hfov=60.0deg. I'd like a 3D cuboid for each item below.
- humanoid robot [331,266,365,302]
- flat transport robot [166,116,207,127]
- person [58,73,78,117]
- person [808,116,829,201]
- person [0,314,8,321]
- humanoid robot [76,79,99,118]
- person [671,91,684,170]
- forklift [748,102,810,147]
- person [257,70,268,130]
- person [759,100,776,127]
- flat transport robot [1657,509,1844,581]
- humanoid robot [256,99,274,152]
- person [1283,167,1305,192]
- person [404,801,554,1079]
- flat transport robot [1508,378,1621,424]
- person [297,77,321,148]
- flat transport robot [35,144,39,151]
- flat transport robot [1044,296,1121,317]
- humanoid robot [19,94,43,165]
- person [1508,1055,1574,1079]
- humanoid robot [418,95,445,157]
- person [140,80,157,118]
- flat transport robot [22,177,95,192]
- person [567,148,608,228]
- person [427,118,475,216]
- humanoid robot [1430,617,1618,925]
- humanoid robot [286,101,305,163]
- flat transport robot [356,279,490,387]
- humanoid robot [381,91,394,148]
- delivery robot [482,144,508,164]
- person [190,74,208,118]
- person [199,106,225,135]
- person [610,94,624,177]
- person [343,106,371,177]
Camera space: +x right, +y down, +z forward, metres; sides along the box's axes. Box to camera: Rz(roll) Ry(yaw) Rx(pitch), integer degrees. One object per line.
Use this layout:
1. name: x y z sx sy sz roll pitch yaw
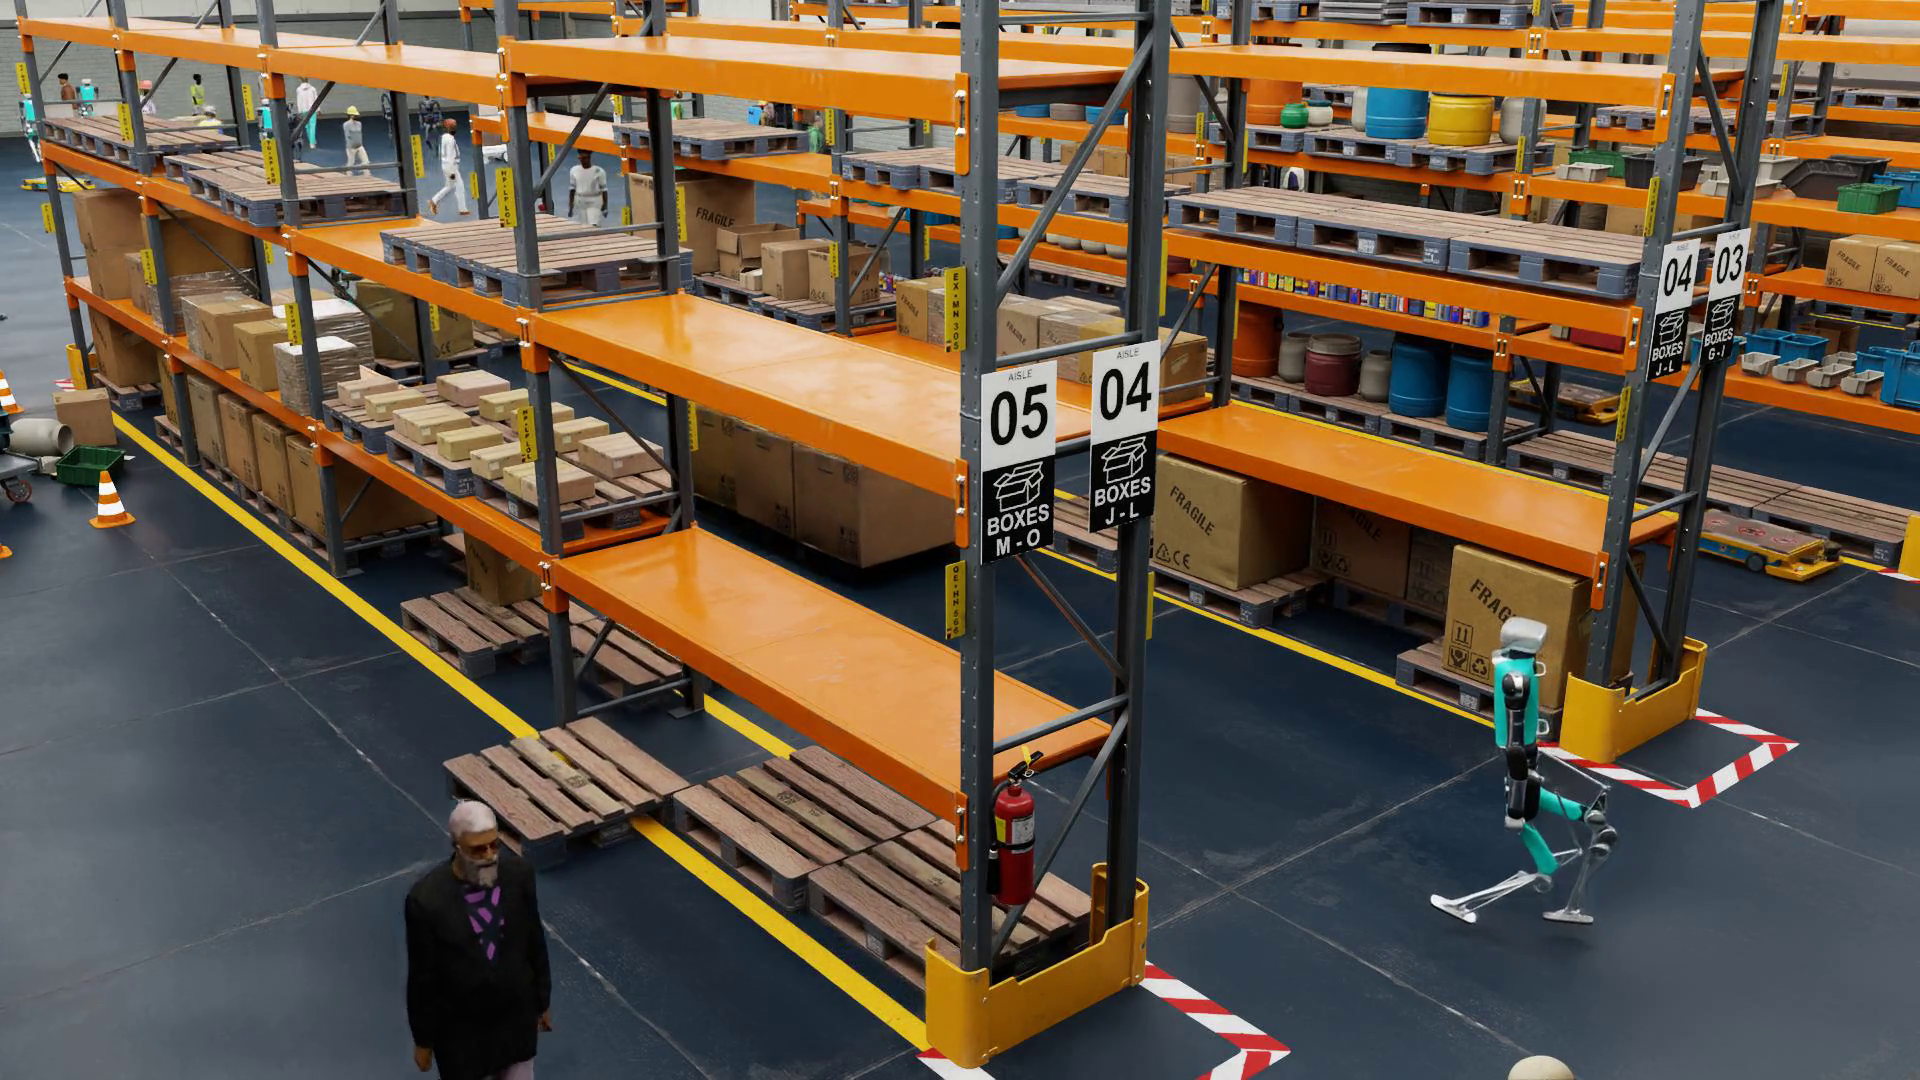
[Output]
1. humanoid robot: -7.466 -3.010 20.354 0.545 1.842 0.684 -16 25 -38
2. flat transport robot: -19.296 -9.751 41.689 1.431 0.231 0.659 -6 20 -15
3. person: -23.626 -11.444 44.129 0.418 1.863 0.779 -11 22 -28
4. person: -2.811 -7.661 33.539 0.497 1.717 0.517 4 20 11
5. person: -13.219 -3.666 22.250 0.455 1.666 0.904 5 20 14
6. humanoid robot: -22.770 -11.184 43.543 0.560 1.738 0.976 -9 21 -24
7. person: -6.476 -9.416 38.161 0.404 1.978 0.481 -8 21 -22
8. forklift: -4.526 -11.368 42.374 1.129 2.768 1.873 -15 24 -37
9. person: -19.867 -12.709 47.684 0.389 1.874 0.510 8 21 22
10. person: -4.340 -9.085 37.545 0.412 1.757 0.545 8 21 21
11. flat transport robot: 6.524 0.011 13.906 0.659 0.231 1.431 -14 24 -34
12. humanoid robot: -15.493 -8.955 37.265 0.531 1.833 0.663 -17 25 -40
13. person: 5.427 -5.473 27.133 0.391 1.846 0.564 6 20 16
14. person: -1.840 1.814 6.396 0.560 1.836 0.505 -15 24 -36
15. flat transport robot: 6.651 -1.553 18.356 0.659 0.231 1.431 -14 24 -34
16. person: -16.999 -11.205 43.431 0.493 1.870 0.989 -2 19 -6
17. flat transport robot: -22.810 -10.040 42.509 1.431 0.231 0.659 2 19 7
18. flat transport robot: 1.169 -2.113 19.951 0.659 0.231 1.431 -15 24 -37
19. humanoid robot: -21.936 -9.726 39.432 0.542 1.728 1.045 -12 22 -30
20. person: 1.612 2.333 4.989 0.374 1.797 0.606 -12 22 -30
21. humanoid robot: -13.139 -10.385 41.375 0.614 1.645 0.365 -1 19 -3
22. person: -18.999 -9.825 39.305 1.018 1.990 0.619 -4 20 -12
23. flat transport robot: -19.302 -7.603 35.573 1.431 0.231 0.659 9 21 24
24. person: -5.964 -5.307 26.514 0.611 1.945 0.604 7 20 19
25. person: -9.798 -7.102 31.765 0.771 1.854 0.618 -8 21 -23
26. humanoid robot: 2.943 1.239 8.236 1.042 1.734 0.545 6 20 16
27. humanoid robot: -15.089 -9.076 37.632 0.596 1.652 0.322 4 20 11
28. flat transport robot: -6.226 -1.871 19.262 1.431 0.231 0.659 18 26 41
29. humanoid robot: -14.793 -11.092 43.363 0.599 1.655 0.315 0 19 -1
30. delivery robot: -11.258 -9.391 40.259 0.815 0.614 0.499 -15 24 -36
31. person: -21.271 -12.201 46.556 0.816 1.653 0.548 7 21 19
32. person: -15.295 -7.952 34.157 0.537 1.879 0.511 3 20 7
33. person: -7.679 -9.174 37.606 0.378 1.888 0.564 -6 20 -18
34. person: -12.829 -8.344 35.471 0.790 1.738 0.532 11 22 28
